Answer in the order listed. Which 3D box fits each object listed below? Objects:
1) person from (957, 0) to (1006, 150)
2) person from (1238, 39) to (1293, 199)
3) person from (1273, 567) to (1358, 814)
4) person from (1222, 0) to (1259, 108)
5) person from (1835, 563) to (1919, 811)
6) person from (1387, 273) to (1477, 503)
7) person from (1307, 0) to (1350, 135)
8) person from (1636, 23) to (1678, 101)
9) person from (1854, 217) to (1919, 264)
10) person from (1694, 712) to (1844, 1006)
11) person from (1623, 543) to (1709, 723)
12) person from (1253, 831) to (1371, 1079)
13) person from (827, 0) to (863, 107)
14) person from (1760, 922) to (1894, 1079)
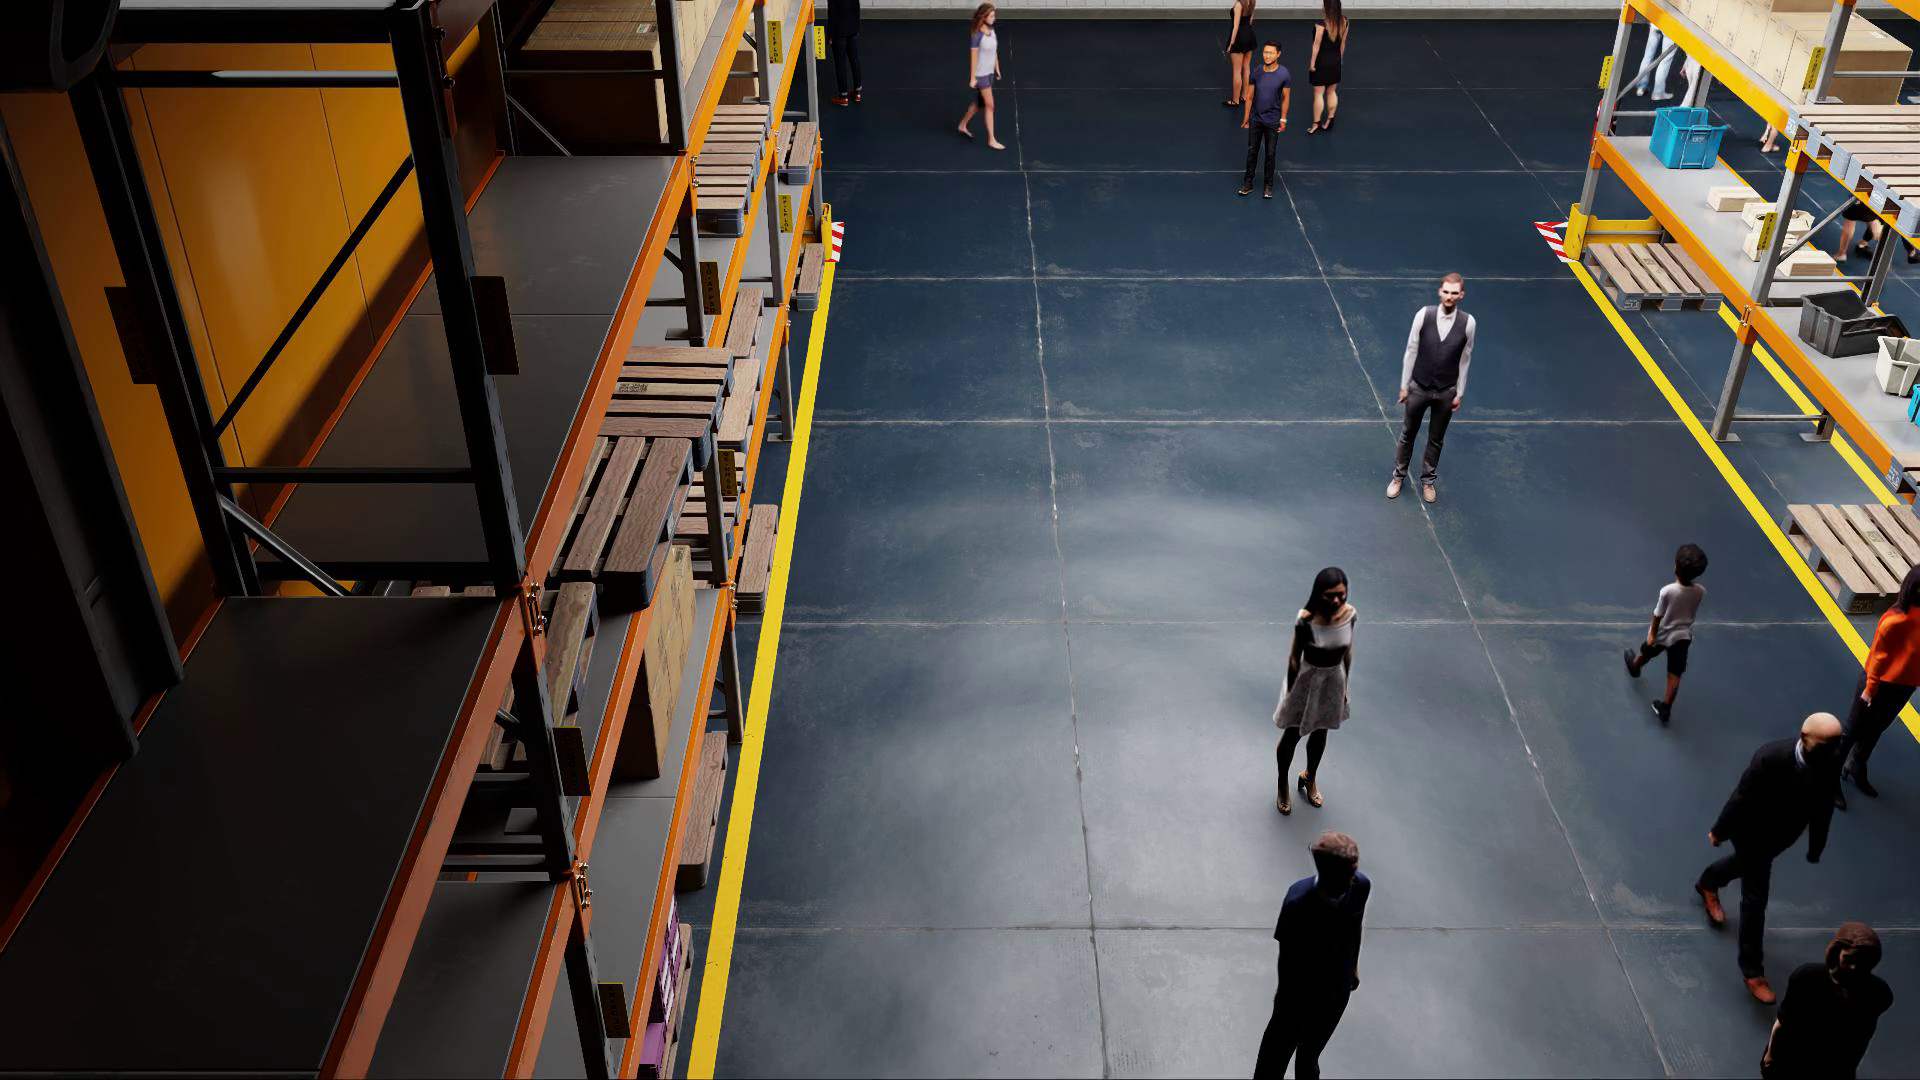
[{"bbox_3d":[0.208,-5.612,20.041,0.971,1.701,1.005,17,37,24],"label":"person"},{"bbox_3d":[3.427,-4.734,18.637,0.711,1.792,0.651,12,35,17],"label":"person"},{"bbox_3d":[2.166,0.918,10.150,0.713,1.775,0.716,-8,34,-12],"label":"person"},{"bbox_3d":[3.591,-6.380,21.222,0.741,1.673,0.678,28,43,35],"label":"person"},{"bbox_3d":[5.710,0.872,10.243,0.693,1.749,0.677,-12,36,-18],"label":"person"},{"bbox_3d":[3.764,-1.230,13.235,0.716,1.937,0.662,9,35,13],"label":"person"},{"bbox_3d":[4.495,-5.811,20.331,0.749,1.712,0.767,-17,37,-24],"label":"person"},{"bbox_3d":[9.098,-6.630,21.424,0.813,1.865,0.689,-19,38,-26],"label":"person"},{"bbox_3d":[9.670,-3.555,17.188,0.895,1.434,0.980,15,37,21],"label":"person"},{"bbox_3d":[4.421,1.572,9.195,0.819,1.744,1.224,-3,34,-5],"label":"person"},{"bbox_3d":[4.765,0.647,11.059,0.504,1.220,0.894,1,34,1],"label":"person"},{"bbox_3d":[1.740,2.155,8.202,0.732,1.871,0.696,-14,36,-20],"label":"person"},{"bbox_3d":[-1.476,-6.499,21.270,0.780,1.818,0.836,-28,43,-35],"label":"person"},{"bbox_3d":[4.042,2.445,7.915,0.635,1.707,0.585,9,35,13],"label":"person"}]
